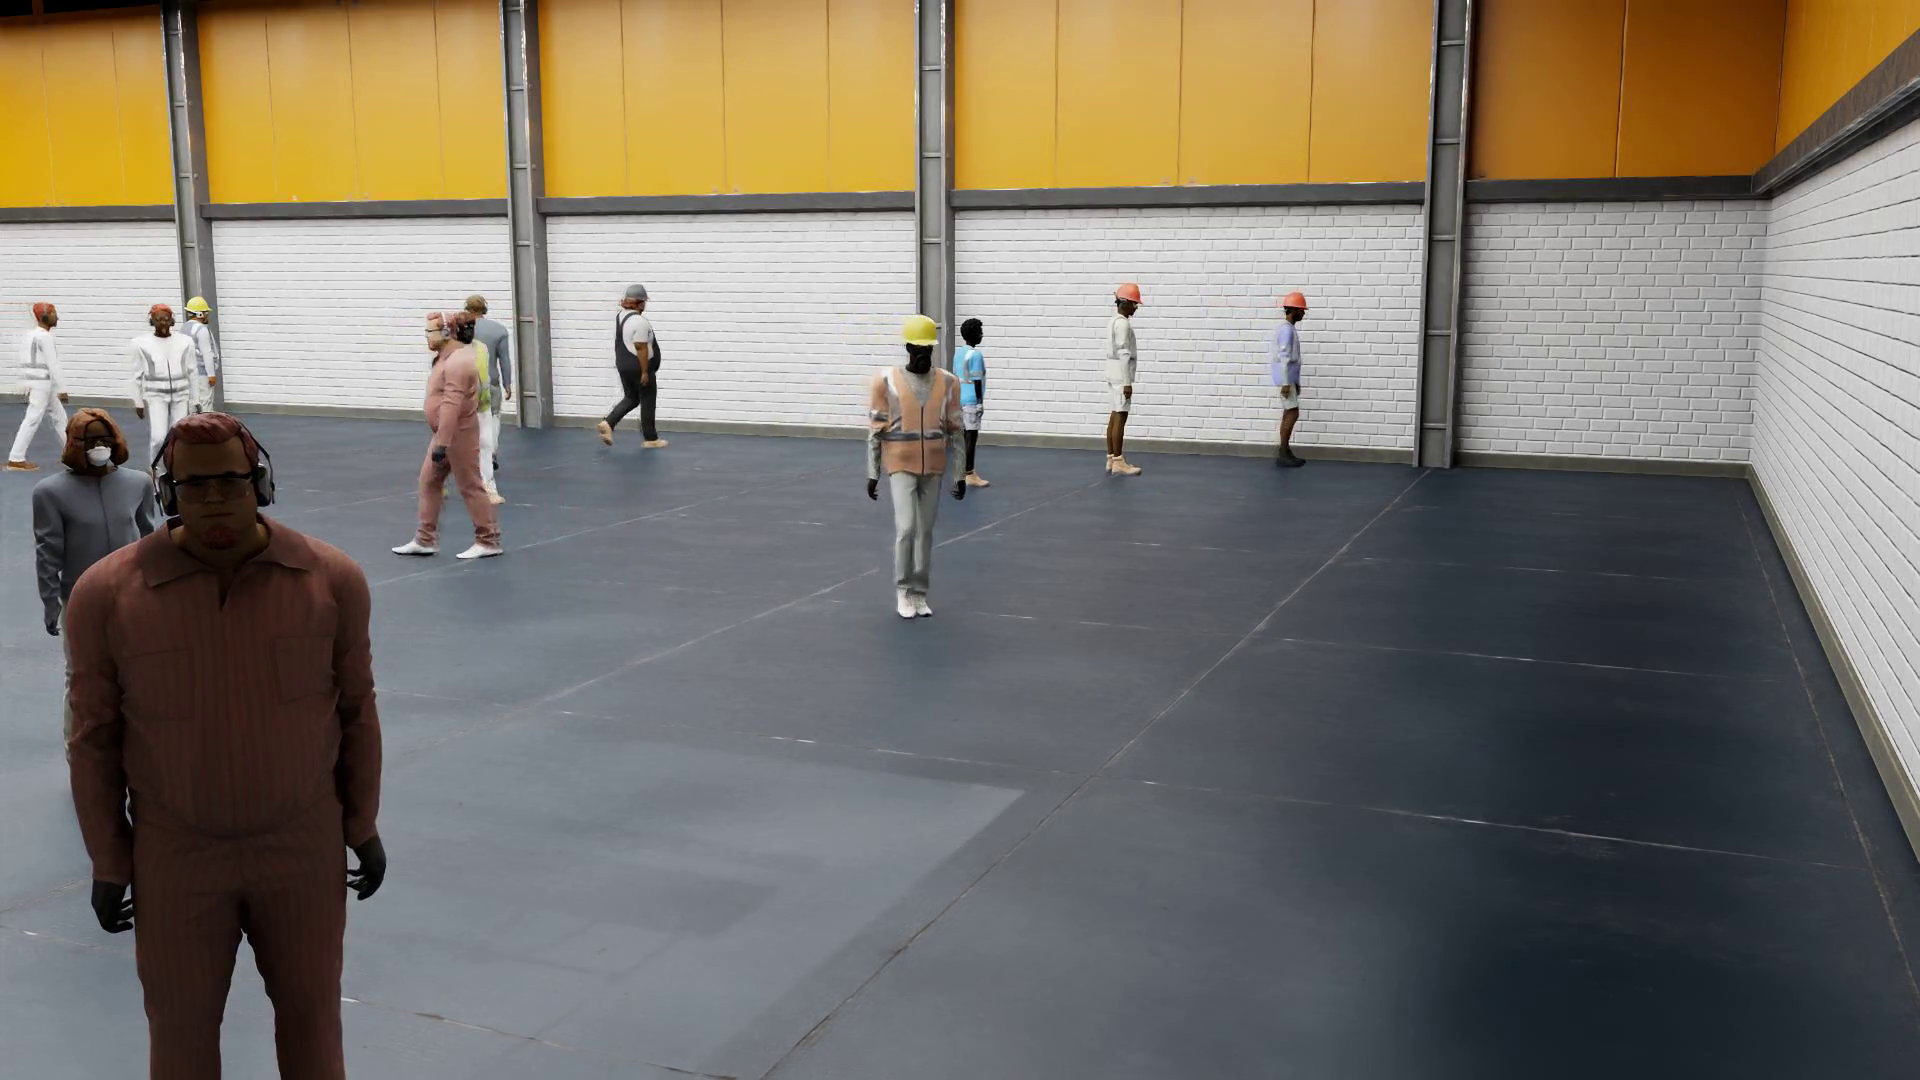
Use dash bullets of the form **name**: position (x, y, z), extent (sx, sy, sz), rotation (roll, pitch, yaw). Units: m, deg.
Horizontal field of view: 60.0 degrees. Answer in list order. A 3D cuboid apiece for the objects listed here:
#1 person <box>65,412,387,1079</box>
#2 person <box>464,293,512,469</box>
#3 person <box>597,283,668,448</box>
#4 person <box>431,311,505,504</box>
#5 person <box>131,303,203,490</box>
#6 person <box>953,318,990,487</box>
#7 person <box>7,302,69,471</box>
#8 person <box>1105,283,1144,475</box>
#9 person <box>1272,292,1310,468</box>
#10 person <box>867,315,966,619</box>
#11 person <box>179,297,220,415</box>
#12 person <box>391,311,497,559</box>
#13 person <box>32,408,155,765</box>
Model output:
- **person**: position (-1.605, 0.667, 3.708), extent (0.642, 1.908, 0.407), rotation (-5, 11, -30)
- **person**: position (-5.122, -1.657, 17.730), extent (0.655, 1.924, 0.442), rotation (-3, 10, -18)
- **person**: position (-3.977, -2.113, 20.145), extent (0.770, 2.000, 0.689), rotation (-8, 12, -40)
- **person**: position (-4.683, -1.246, 15.606), extent (0.879, 1.812, 0.634), rotation (7, 12, 36)
- **person**: position (-7.634, -1.346, 16.040), extent (0.575, 1.868, 0.430), rotation (-7, 12, -38)
- **person**: position (0.100, -1.382, 16.755), extent (0.320, 1.695, 0.537), rotation (-4, 10, -23)
- **person**: position (-9.940, -1.665, 18.103), extent (1.001, 1.824, 0.596), rotation (-7, 12, -38)
- **person**: position (1.751, -1.712, 17.738), extent (0.390, 2.034, 0.605), rotation (-1, 9, -6)
- **person**: position (3.664, -1.774, 18.434), extent (0.408, 1.924, 0.599), rotation (2, 10, 11)
- **person**: position (-0.249, -0.445, 10.420), extent (0.623, 1.907, 0.533), rotation (-3, 10, -20)
- **person**: position (-9.414, -2.094, 20.660), extent (0.586, 1.833, 0.403), rotation (7, 12, 37)
- **person**: position (-3.927, -0.766, 12.504), extent (0.858, 1.872, 0.654), rotation (-5, 11, -27)
- **person**: position (-3.618, 0.254, 7.035), extent (0.266, 1.631, 0.507), rotation (8, 12, 40)
